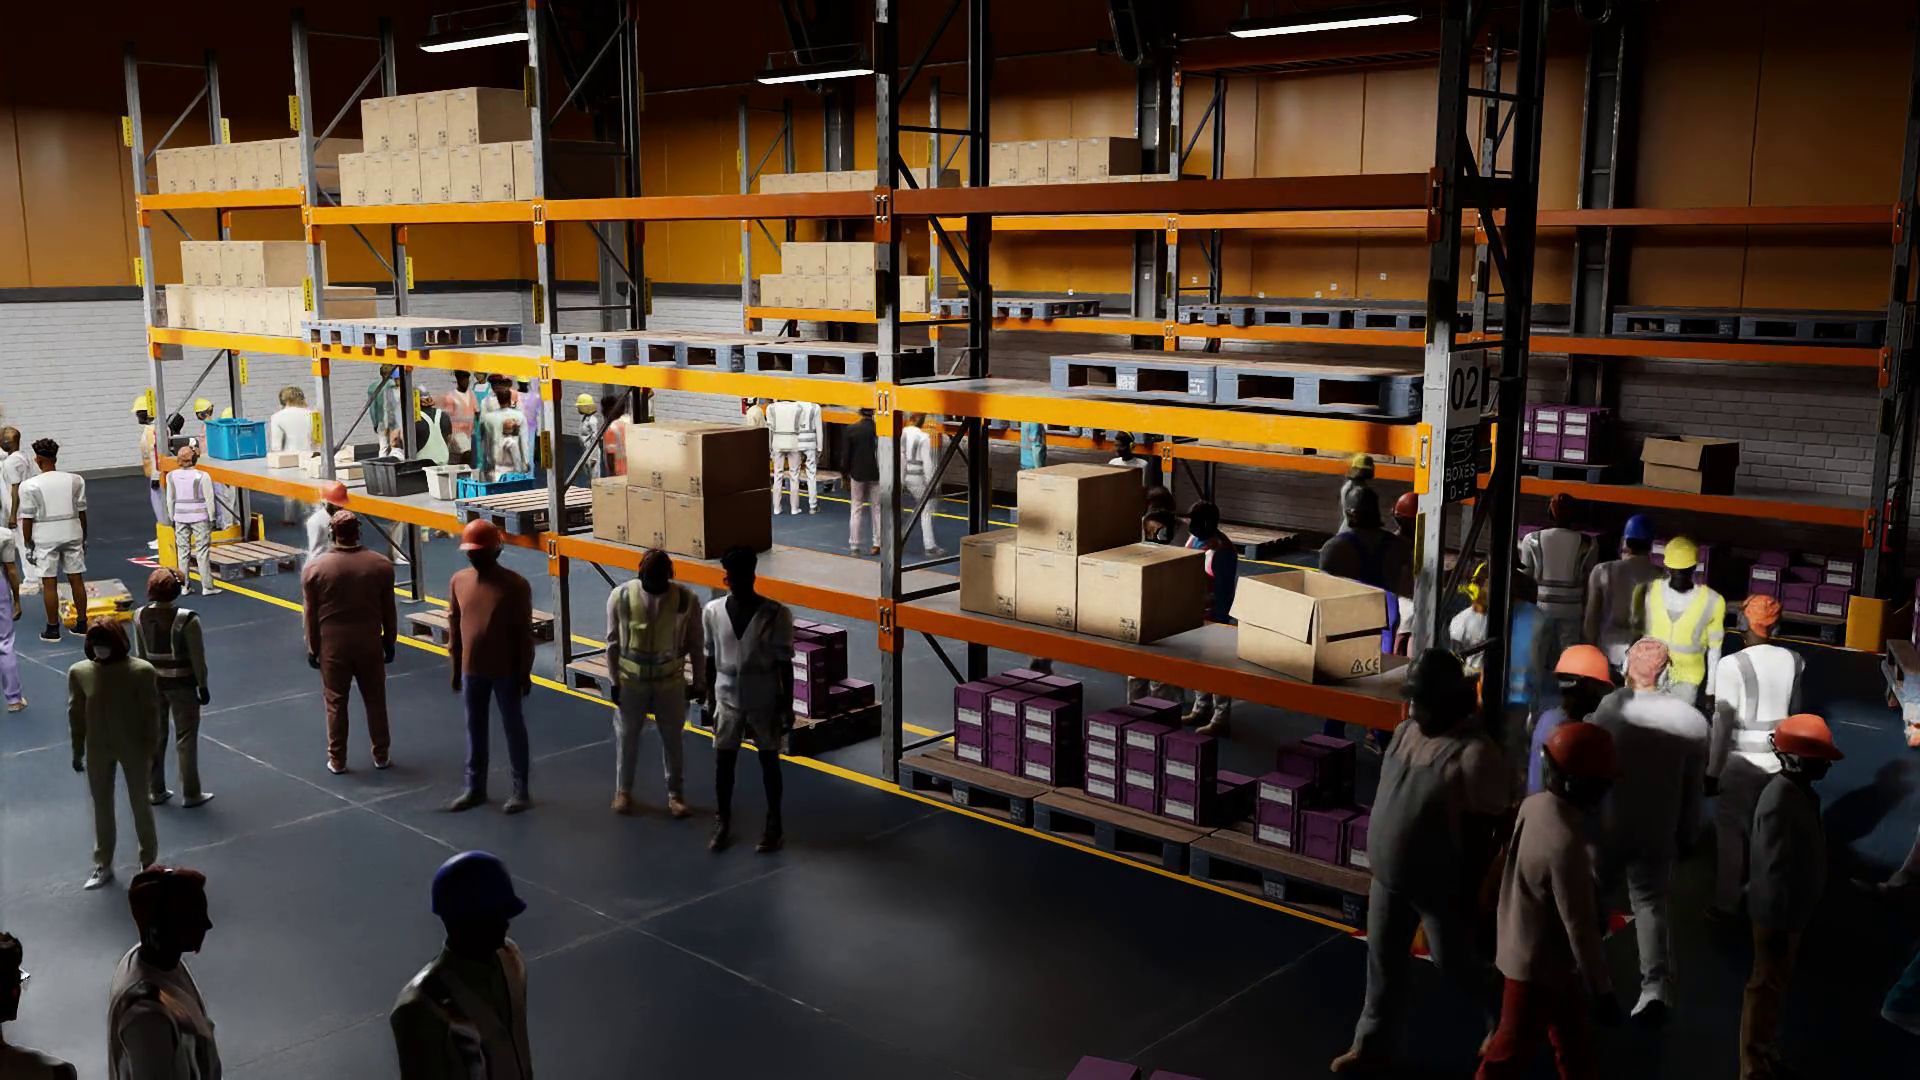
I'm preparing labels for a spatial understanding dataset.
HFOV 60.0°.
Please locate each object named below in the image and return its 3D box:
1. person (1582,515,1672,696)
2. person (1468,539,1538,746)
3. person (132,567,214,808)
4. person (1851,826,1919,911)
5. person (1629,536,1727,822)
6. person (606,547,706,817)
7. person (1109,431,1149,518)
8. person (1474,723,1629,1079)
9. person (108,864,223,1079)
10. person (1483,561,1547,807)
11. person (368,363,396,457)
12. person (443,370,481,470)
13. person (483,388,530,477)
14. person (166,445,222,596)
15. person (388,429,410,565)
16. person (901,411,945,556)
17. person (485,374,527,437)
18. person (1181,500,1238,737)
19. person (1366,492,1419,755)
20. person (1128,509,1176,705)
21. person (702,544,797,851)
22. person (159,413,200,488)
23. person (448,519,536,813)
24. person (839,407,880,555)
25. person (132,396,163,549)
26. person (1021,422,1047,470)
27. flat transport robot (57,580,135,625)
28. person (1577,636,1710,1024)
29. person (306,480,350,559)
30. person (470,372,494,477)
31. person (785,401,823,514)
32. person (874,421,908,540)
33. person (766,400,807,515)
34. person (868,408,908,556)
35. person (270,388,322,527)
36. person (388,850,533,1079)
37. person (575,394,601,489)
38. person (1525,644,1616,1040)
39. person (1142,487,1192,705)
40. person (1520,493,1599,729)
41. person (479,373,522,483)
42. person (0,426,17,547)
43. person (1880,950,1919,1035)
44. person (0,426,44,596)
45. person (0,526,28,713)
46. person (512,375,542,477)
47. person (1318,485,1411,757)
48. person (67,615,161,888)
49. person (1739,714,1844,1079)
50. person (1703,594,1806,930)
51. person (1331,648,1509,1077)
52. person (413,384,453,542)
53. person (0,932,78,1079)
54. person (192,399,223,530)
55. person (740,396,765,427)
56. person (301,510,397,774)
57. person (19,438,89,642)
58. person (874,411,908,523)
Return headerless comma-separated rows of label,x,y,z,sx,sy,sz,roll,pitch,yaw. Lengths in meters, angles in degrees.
person,4.759,0.762,11.742,0.651,1.904,0.934,5,11,28
person,3.929,0.788,12.115,0.489,1.737,0.322,2,10,12
person,-5.313,0.994,11.229,0.514,1.631,0.312,2,10,12
person,5.570,1.326,9.188,0.534,1.691,0.976,-7,12,-36
person,4.802,0.878,11.153,0.579,1.894,0.780,7,12,33
person,-2.026,0.934,11.038,0.702,1.822,0.491,-2,10,-11
person,1.760,-0.238,17.575,0.525,1.856,0.344,8,13,37
person,2.432,1.666,6.518,0.985,1.945,0.600,2,10,12
person,-2.482,1.927,5.271,0.369,1.878,0.584,-4,11,-23
person,3.418,1.033,10.584,0.614,1.800,0.873,-1,10,-7
person,-9.070,-1.859,26.491,0.631,1.940,0.372,0,10,-1
person,-7.527,-1.653,25.348,0.771,1.922,0.622,4,11,21
person,-6.010,-1.078,22.194,0.624,1.889,0.560,1,10,7
person,-8.292,-0.202,17.970,0.523,1.638,0.311,1,10,5
person,-6.670,-0.511,19.773,0.329,1.626,0.525,-3,10,-14
person,-0.597,-0.725,20.391,0.772,1.843,0.542,8,13,38
person,-6.672,-1.517,24.447,0.621,1.989,1.060,-2,10,-14
person,1.906,0.599,12.909,0.431,1.835,0.625,-3,11,-18
person,3.299,0.619,12.357,0.621,1.986,0.409,-6,12,-29
person,1.470,0.678,12.420,0.429,1.843,0.633,-7,12,-34
person,-1.318,0.984,10.379,0.625,1.953,0.385,2,10,9
person,-9.780,-0.743,20.860,0.539,1.695,0.319,-7,12,-36
person,-3.138,0.836,11.096,0.621,1.992,0.395,3,10,14
person,-1.132,-0.771,20.320,0.664,1.983,0.511,-2,10,-11
person,-10.094,-0.845,20.845,0.409,1.913,0.594,-4,11,-21
person,0.967,-0.955,21.082,0.378,2.041,0.616,-1,10,-8
flat transport robot,-8.973,0.621,17.184,0.652,0.197,1.431,-7,12,-33
person,3.341,1.408,8.245,0.651,1.867,0.915,2,10,11
person,-5.649,0.297,14.925,0.512,1.710,0.606,2,10,14
person,-7.806,-1.949,27.260,0.504,1.847,0.345,3,10,15
person,-2.219,-1.302,23.494,0.584,1.884,0.349,0,10,1
person,-0.911,-0.916,21.220,0.391,1.923,0.550,9,13,40
person,-2.430,-1.303,23.418,0.591,1.922,0.390,0,10,0
person,-0.937,-0.752,20.269,0.638,1.926,0.437,9,13,40
person,-8.829,-1.069,22.189,0.926,1.904,0.675,9,13,40
person,-1.509,1.902,5.197,0.396,1.949,0.602,2,10,13
person,-5.159,-1.166,23.134,0.312,1.741,0.487,-5,11,-26
person,2.891,1.446,7.916,0.408,1.898,0.591,2,10,9
person,1.692,0.437,13.866,0.646,1.819,0.529,0,10,0
person,4.653,0.564,12.983,0.574,1.877,0.354,4,11,21
person,-6.702,-1.480,24.358,0.626,1.937,0.420,-4,11,-21
person,-12.009,-0.793,20.626,0.341,1.881,0.598,0,10,1
person,4.820,1.509,7.703,0.927,1.853,0.681,8,13,40
person,-10.182,-0.314,18.025,0.326,1.842,0.509,-2,10,-10
person,-7.869,0.503,13.443,0.502,1.837,0.349,-3,10,-16
person,-6.817,-1.734,25.934,0.595,1.900,0.824,-3,10,-16
person,2.965,0.589,12.363,0.687,2.000,0.536,-1,10,-3
person,-4.983,1.242,9.825,0.507,1.631,0.268,-2,10,-10
person,3.665,1.617,7.359,0.326,1.752,0.560,6,12,32
person,4.390,1.218,9.275,0.610,1.879,0.414,-4,11,-20
person,2.178,1.440,7.549,0.870,2.000,0.695,-5,11,-26
person,-6.886,-1.009,21.396,0.535,2.000,0.684,7,12,36
person,-2.742,2.032,4.751,0.569,1.844,0.378,1,10,4
person,-10.000,-1.004,22.174,0.337,1.759,0.524,-3,11,-18
person,-3.029,-1.369,24.296,0.354,1.737,0.572,1,10,8
person,-4.382,0.731,11.979,0.635,1.900,0.397,-6,12,-29
person,-8.671,-0.002,15.956,0.372,1.958,0.599,9,14,42
person,-0.930,-1.190,22.729,0.472,1.927,0.630,9,13,42
